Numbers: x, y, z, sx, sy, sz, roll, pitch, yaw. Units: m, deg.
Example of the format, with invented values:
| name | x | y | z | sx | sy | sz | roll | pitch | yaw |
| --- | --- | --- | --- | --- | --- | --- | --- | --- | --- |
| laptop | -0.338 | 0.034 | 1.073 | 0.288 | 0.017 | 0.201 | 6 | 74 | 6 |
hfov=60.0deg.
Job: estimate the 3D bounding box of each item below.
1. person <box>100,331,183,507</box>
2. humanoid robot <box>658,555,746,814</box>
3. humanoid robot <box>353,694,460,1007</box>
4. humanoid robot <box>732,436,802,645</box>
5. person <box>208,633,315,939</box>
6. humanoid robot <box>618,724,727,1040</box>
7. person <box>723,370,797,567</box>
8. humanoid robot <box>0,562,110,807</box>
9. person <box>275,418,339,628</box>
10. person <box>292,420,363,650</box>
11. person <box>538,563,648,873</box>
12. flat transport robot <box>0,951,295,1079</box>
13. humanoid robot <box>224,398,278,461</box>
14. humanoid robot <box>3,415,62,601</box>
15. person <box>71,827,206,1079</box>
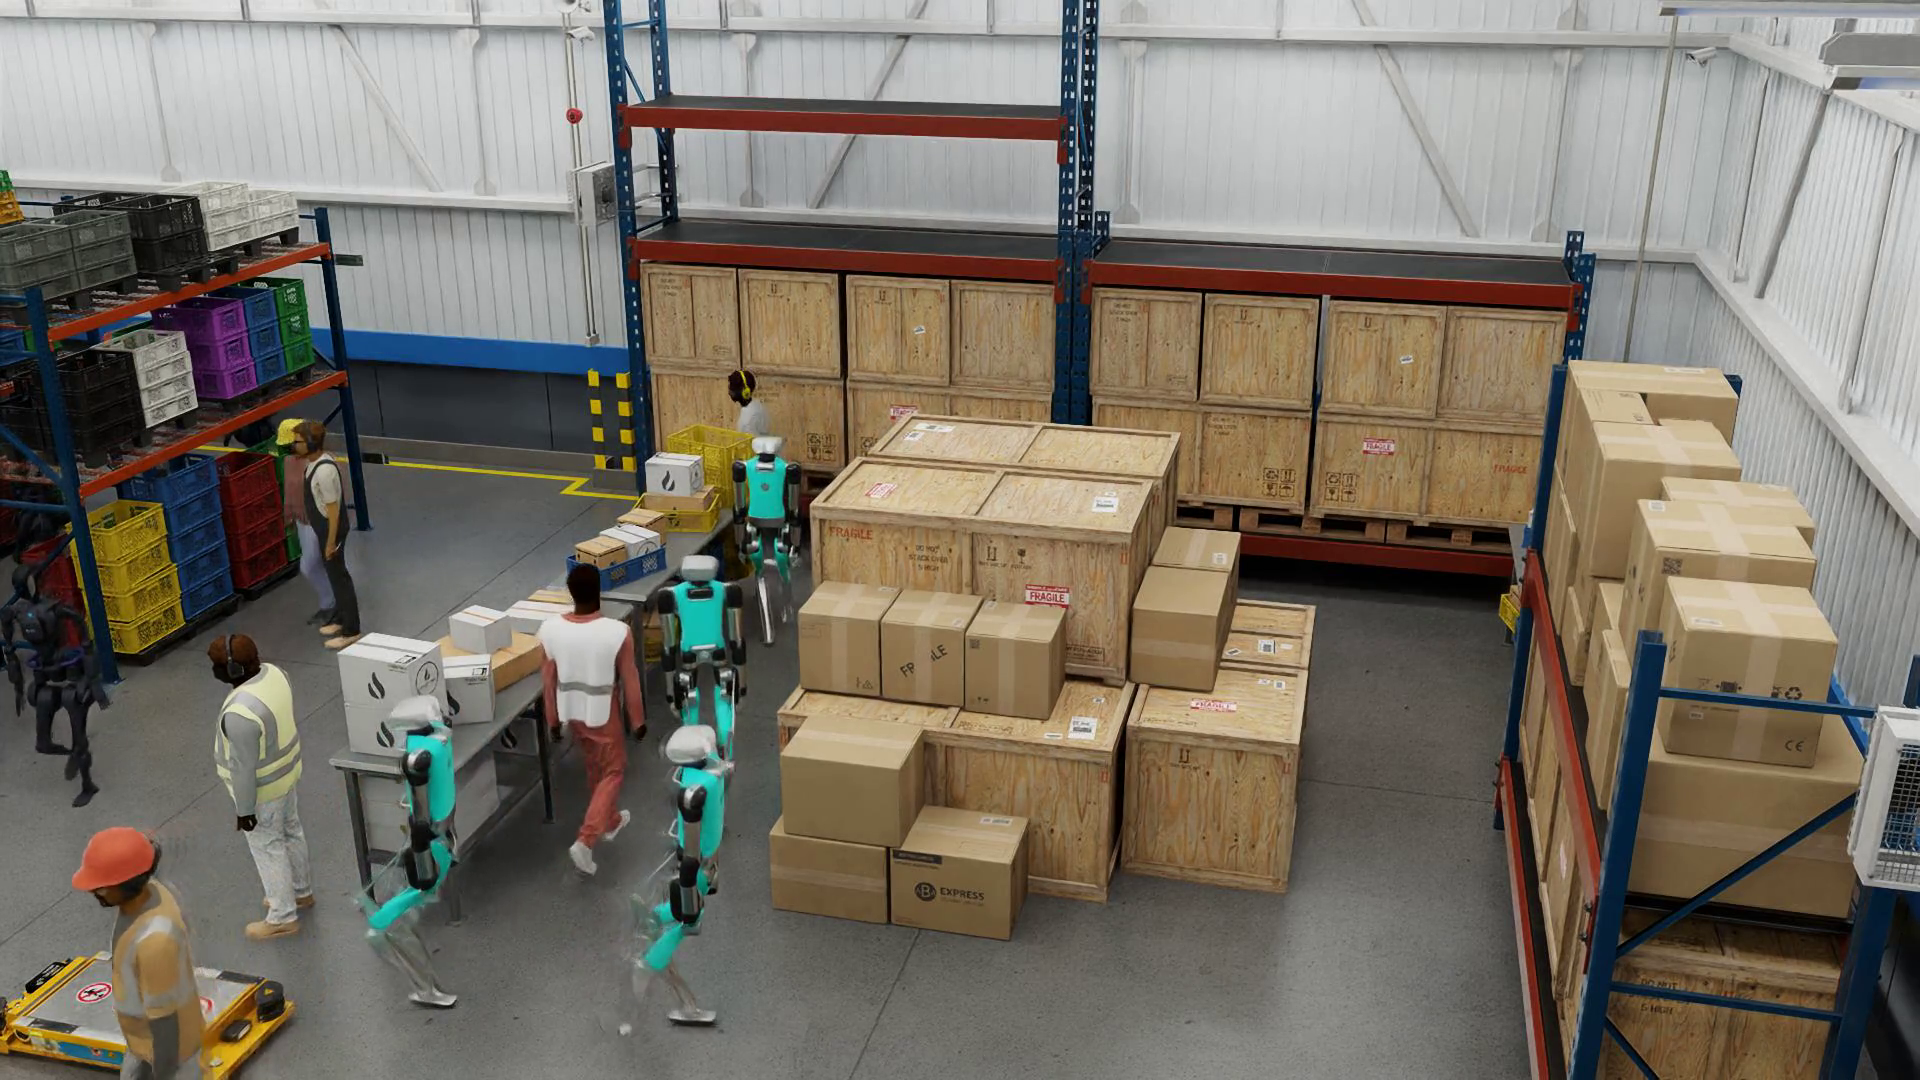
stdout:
| name | x | y | z | sx | sy | sz | roll | pitch | yaw |
| --- | --- | --- | --- | --- | --- | --- | --- | --- | --- |
| person | -7.394 | -0.932 | 15.069 | 0.632 | 1.998 | 0.707 | 6 | 22 | 16 |
| humanoid robot | -1.557 | 1.026 | 10.325 | 0.546 | 1.772 | 0.762 | -5 | 21 | -12 |
| humanoid robot | -2.896 | 1.678 | 8.658 | 0.680 | 1.842 | 0.548 | -1 | 21 | -4 |
| humanoid robot | -1.480 | 0.018 | 13.094 | 0.546 | 1.892 | 0.781 | 0 | 21 | 0 |
| person | -3.905 | 1.364 | 9.296 | 0.429 | 1.834 | 0.631 | -1 | 21 | -2 |
| humanoid robot | -1.534 | 1.798 | 8.422 | 0.775 | 1.895 | 0.544 | 2 | 21 | 5 |
| person | -1.881 | -0.603 | 14.462 | 0.946 | 1.813 | 0.525 | 2 | 21 | 4 |
| humanoid robot | -5.785 | 0.899 | 10.727 | 0.610 | 1.648 | 0.414 | 0 | 21 | -1 |
| person | -5.225 | -0.124 | 13.289 | 0.546 | 1.753 | 0.425 | 16 | 26 | 36 |
| person | -4.929 | -0.050 | 12.968 | 0.327 | 1.843 | 0.513 | -10 | 23 | -24 |
| person | -2.220 | 1.058 | 9.996 | 0.594 | 1.892 | 0.817 | 6 | 22 | 16 |
| flat transport robot | -4.270 | 2.464 | 8.601 | 1.431 | 0.231 | 0.659 | 5 | 22 | 13 |
| humanoid robot | -6.884 | -1.137 | 16.121 | 0.756 | 1.624 | 0.620 | 8 | 22 | 19 |
| humanoid robot | -7.623 | -0.222 | 13.657 | 0.613 | 1.649 | 0.448 | 15 | 25 | 34 |
| person | -3.418 | 2.101 | 7.120 | 0.922 | 2.008 | 0.619 | -13 | 25 | -31 |
